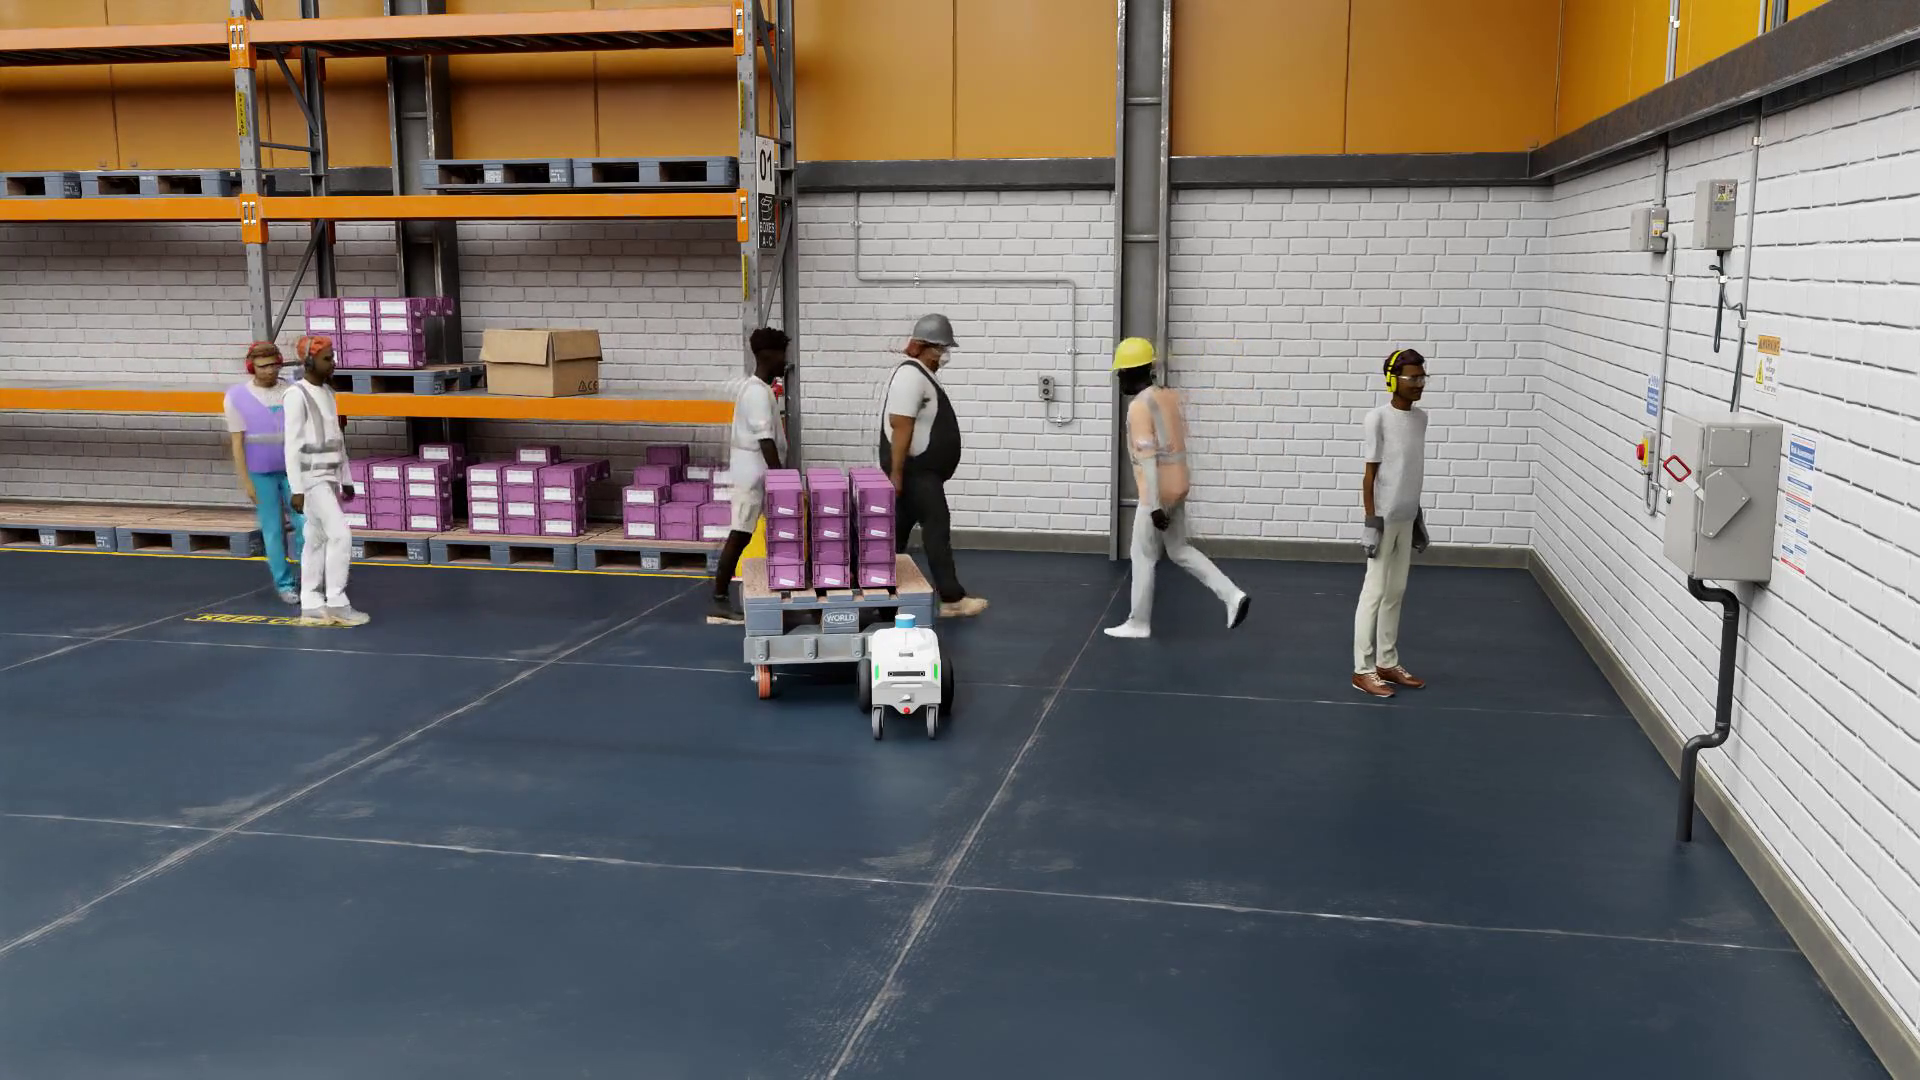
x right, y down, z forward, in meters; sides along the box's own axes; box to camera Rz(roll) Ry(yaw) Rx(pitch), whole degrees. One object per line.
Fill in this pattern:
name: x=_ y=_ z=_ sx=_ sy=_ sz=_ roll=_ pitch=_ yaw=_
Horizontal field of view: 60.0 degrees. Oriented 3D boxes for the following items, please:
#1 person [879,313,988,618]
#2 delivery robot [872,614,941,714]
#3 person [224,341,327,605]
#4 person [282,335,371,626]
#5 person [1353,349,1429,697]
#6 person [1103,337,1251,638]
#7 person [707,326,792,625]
person: x=-0.177 y=-0.502 z=10.930 sx=0.885 sy=2.000 sz=0.715 roll=0 pitch=9 yaw=2
delivery robot: x=-0.274 y=0.618 z=8.368 sx=0.477 sy=0.478 sz=0.707 roll=0 pitch=9 yaw=-3
person: x=-4.631 y=-0.438 z=11.253 sx=0.610 sy=1.812 sz=0.499 roll=-8 pitch=12 yaw=-40
person: x=-3.998 y=-0.370 z=10.647 sx=0.645 sy=1.865 sz=0.605 roll=0 pitch=9 yaw=-1
person: x=2.368 y=-0.100 z=9.023 sx=0.515 sy=1.872 sz=0.333 roll=-8 pitch=12 yaw=-40
person: x=1.313 y=-0.293 z=10.154 sx=0.839 sy=1.887 sz=0.614 roll=5 pitch=11 yaw=27
person: x=-1.188 y=-0.402 z=10.704 sx=0.990 sy=1.915 sz=0.630 roll=0 pitch=9 yaw=-1
